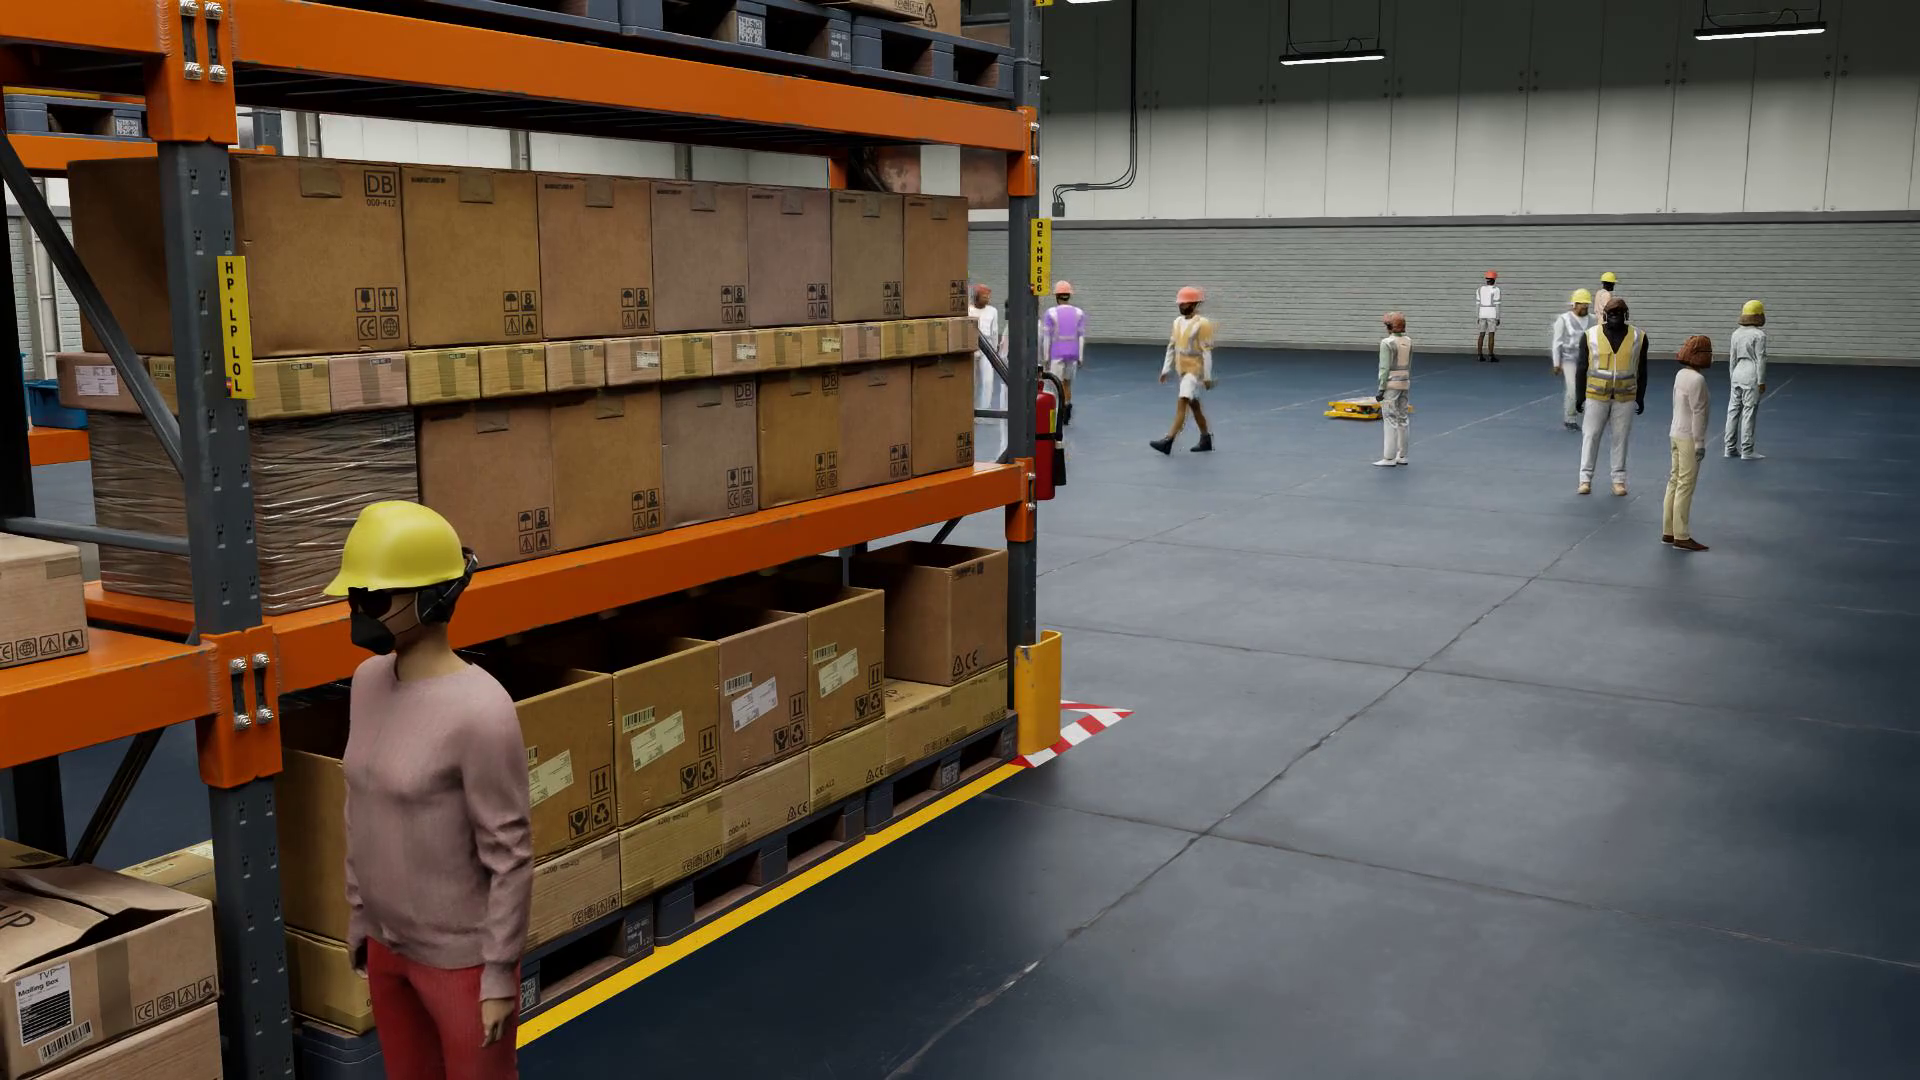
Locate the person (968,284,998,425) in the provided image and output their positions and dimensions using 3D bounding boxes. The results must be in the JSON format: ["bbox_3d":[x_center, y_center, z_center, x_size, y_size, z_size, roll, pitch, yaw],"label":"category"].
[{"bbox_3d":[0.266,-2.417,21.840,0.639,1.847,0.813,-4,10,-20],"label":"person"}]

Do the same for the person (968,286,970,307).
[{"bbox_3d":[-0.098,-5.185,37.866,0.718,1.904,0.614,-6,12,-33],"label":"person"}]

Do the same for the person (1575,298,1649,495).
[{"bbox_3d":[6.075,-1.334,15.533,0.633,1.841,0.429,3,10,15],"label":"person"}]

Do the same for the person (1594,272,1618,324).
[{"bbox_3d":[12.004,-4.020,31.007,0.385,1.927,0.590,1,10,5],"label":"person"}]

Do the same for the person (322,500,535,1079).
[{"bbox_3d":[-1.048,0.797,3.277,0.533,1.768,0.310,8,12,38],"label":"person"}]

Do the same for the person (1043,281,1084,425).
[{"bbox_3d":[1.379,-2.433,21.783,0.547,1.915,0.686,-2,10,-14],"label":"person"}]

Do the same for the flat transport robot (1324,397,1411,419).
[{"bbox_3d":[5.680,-1.847,23.128,0.652,0.197,1.431,8,12,38],"label":"flat transport robot"}]

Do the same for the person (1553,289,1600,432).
[{"bbox_3d":[7.864,-2.256,21.037,0.596,1.810,0.637,-3,10,-15],"label":"person"}]

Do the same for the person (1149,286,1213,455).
[{"bbox_3d":[2.526,-1.902,18.733,1.007,1.881,0.554,-5,11,-29],"label":"person"}]

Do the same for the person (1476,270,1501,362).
[{"bbox_3d":[11.132,-4.710,35.015,0.354,1.939,0.544,-9,13,-42],"label":"person"}]

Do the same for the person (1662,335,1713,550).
[{"bbox_3d":[5.568,-0.744,12.686,0.284,1.633,0.497,1,10,6],"label":"person"}]

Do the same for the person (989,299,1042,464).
[{"bbox_3d":[0.672,-1.669,17.558,0.700,1.821,0.634,-5,11,-28],"label":"person"}]

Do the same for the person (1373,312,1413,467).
[{"bbox_3d":[4.604,-1.592,17.644,0.520,1.636,0.312,-8,13,-40],"label":"person"}]

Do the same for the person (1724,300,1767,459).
[{"bbox_3d":[8.692,-1.763,18.329,0.290,1.746,0.487,-3,10,-18],"label":"person"}]
